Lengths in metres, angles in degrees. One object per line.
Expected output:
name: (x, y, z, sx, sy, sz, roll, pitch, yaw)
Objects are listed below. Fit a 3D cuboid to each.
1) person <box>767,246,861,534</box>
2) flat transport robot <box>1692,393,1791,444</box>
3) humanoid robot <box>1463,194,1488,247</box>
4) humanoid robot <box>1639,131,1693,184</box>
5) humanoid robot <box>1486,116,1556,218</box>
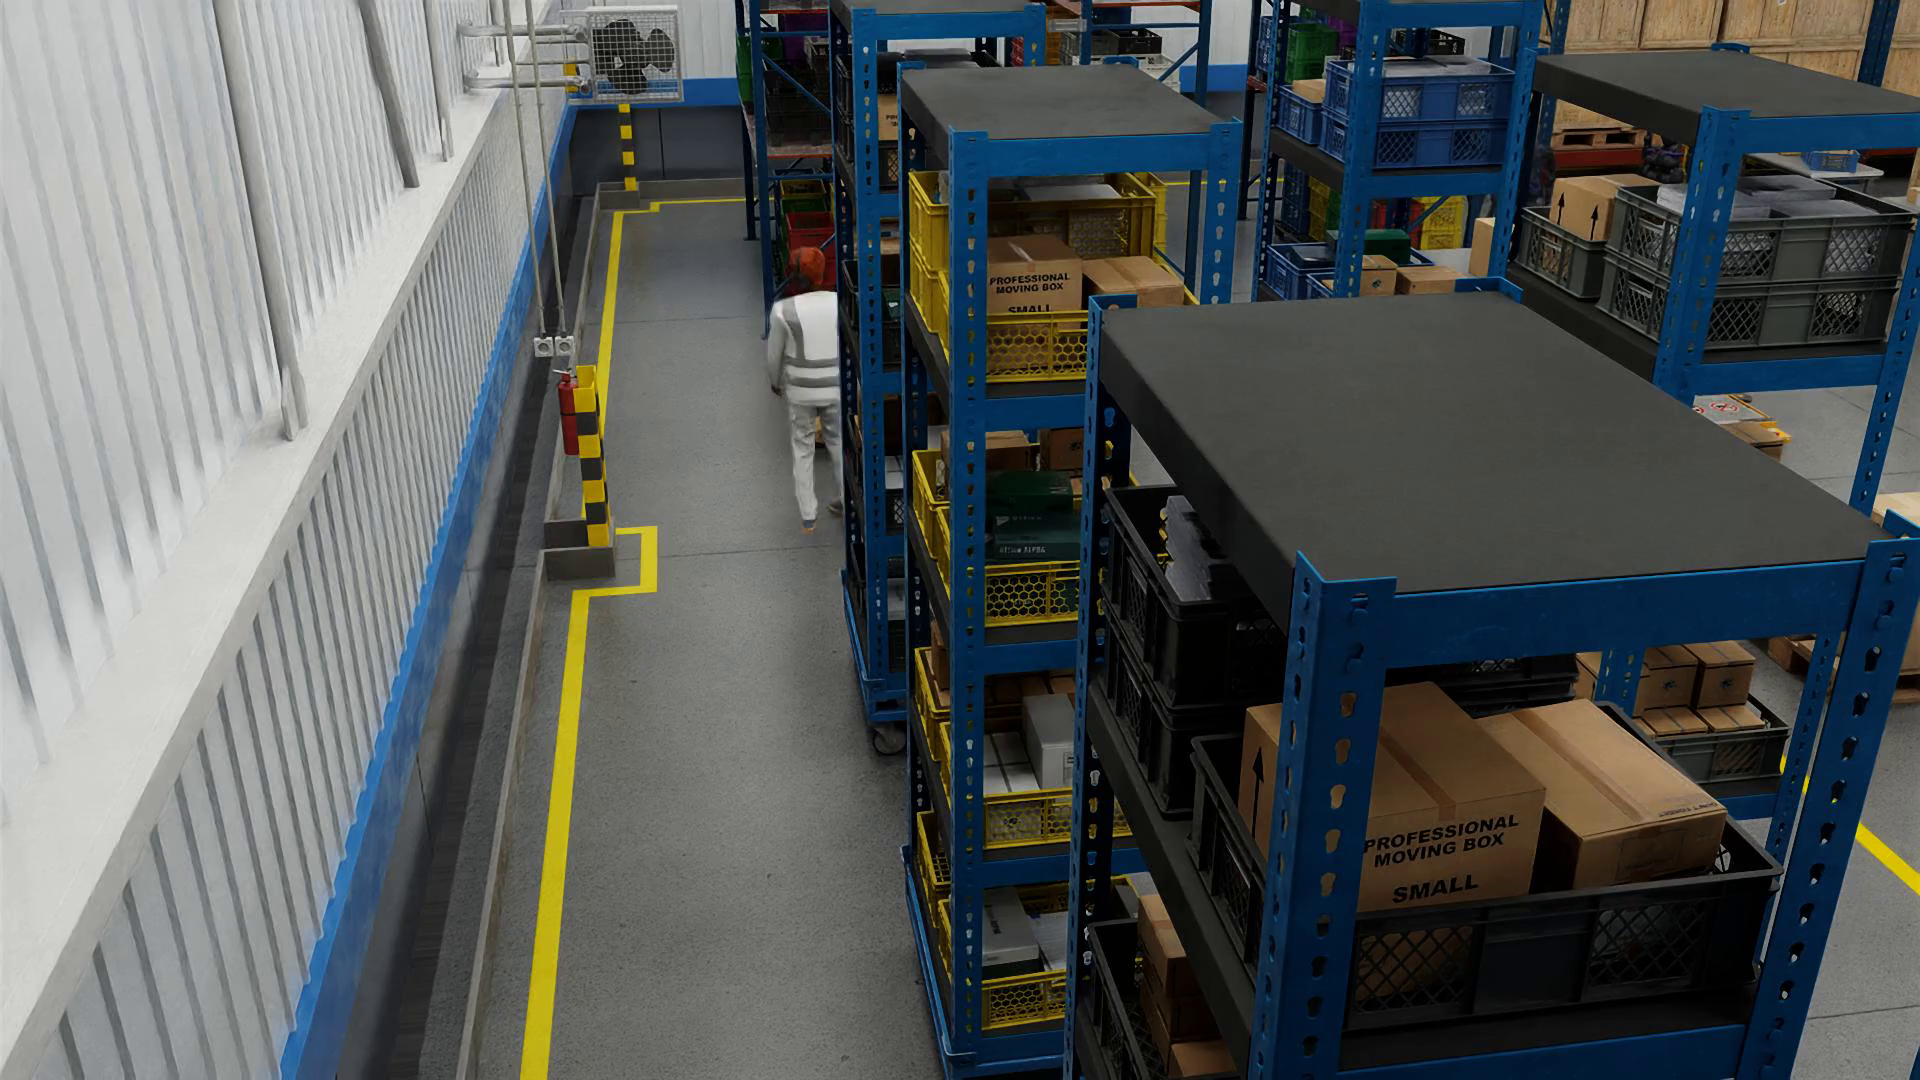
person: (-0.910, -0.943, 10.436, 0.577, 1.871, 0.503, -11, 27, -22)
flat transport robot: (5.224, -0.859, 12.132, 1.431, 0.197, 0.652, -4, 25, -8)
humanoid robot: (5.144, -3.559, 16.341, 0.356, 1.654, 0.562, 11, 27, 23)
humanoid robot: (7.109, -3.752, 16.756, 0.332, 1.653, 0.599, -17, 30, -33)
humanoid robot: (5.208, -3.150, 15.484, 0.600, 1.637, 0.585, 6, 25, 13)
